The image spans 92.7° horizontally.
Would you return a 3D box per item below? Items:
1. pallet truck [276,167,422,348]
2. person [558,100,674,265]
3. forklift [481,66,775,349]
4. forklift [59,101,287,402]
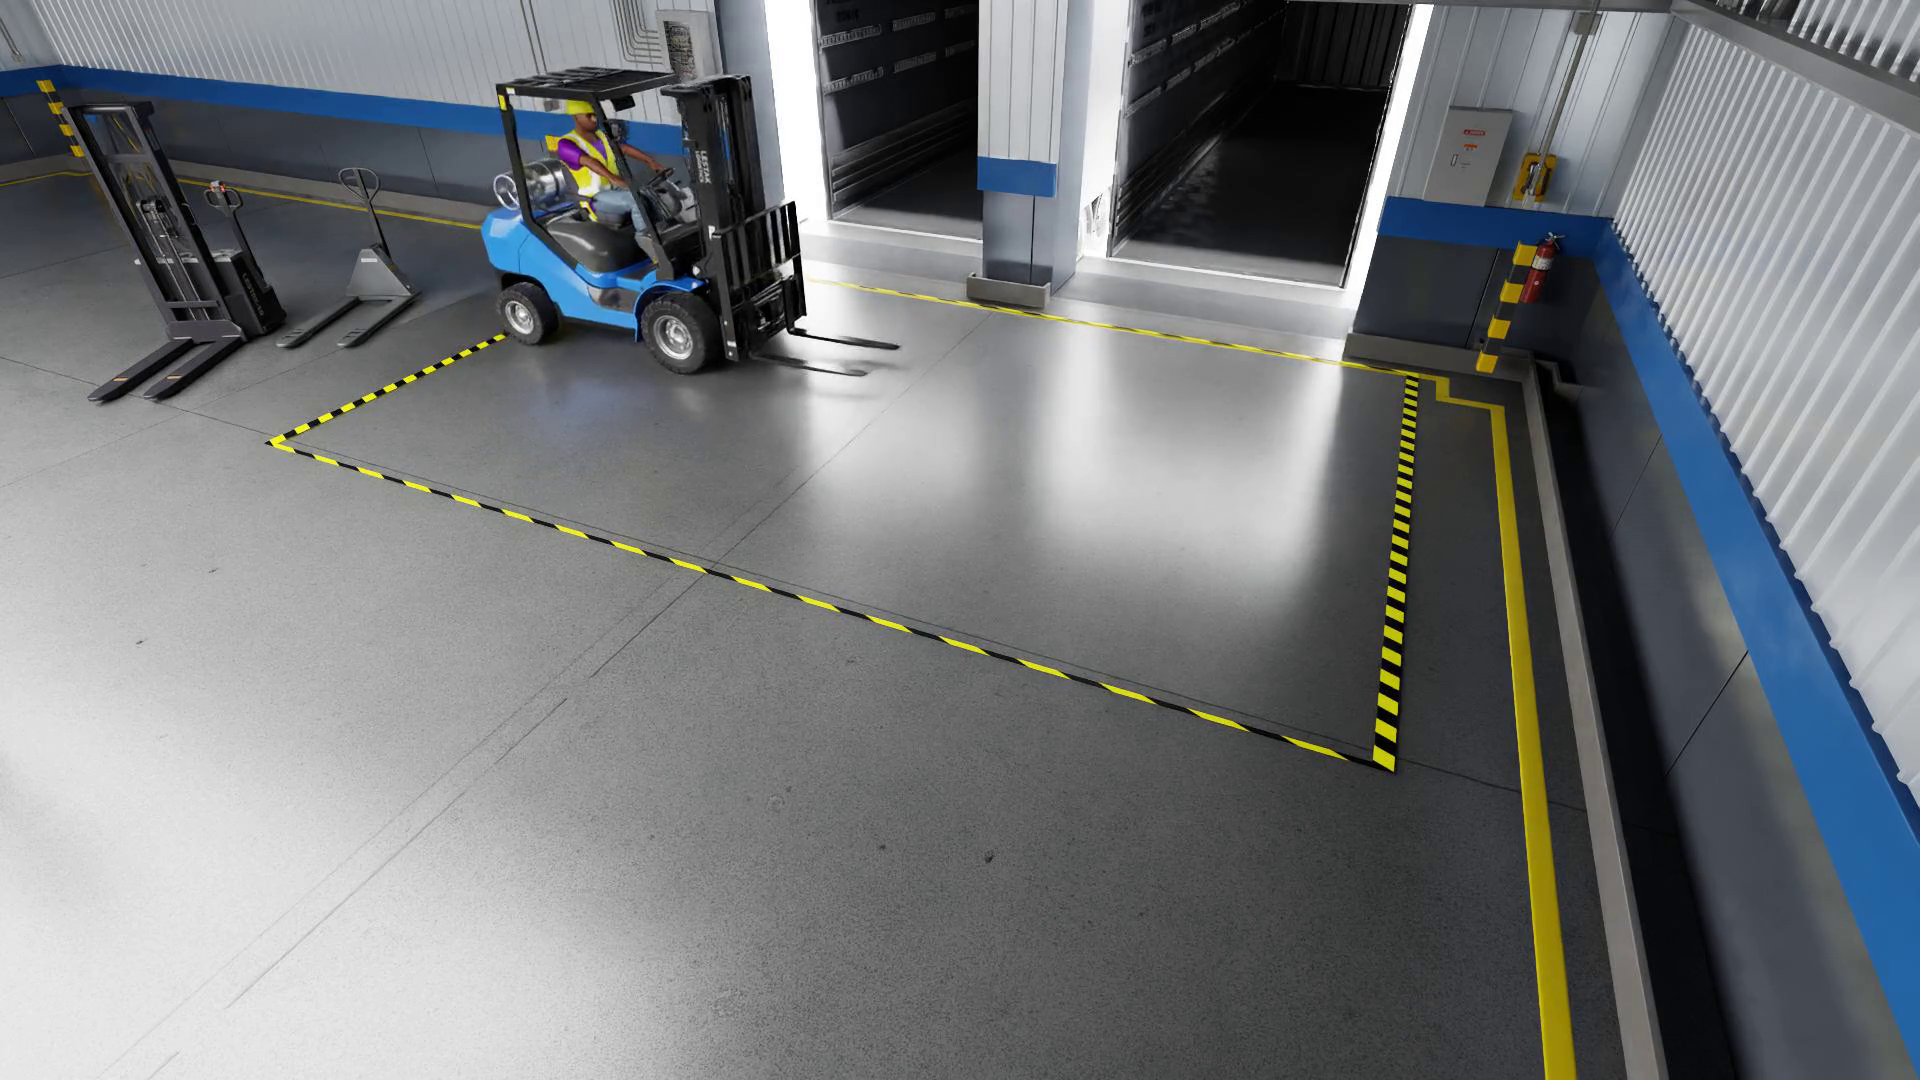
[{"bbox_3d":[-5.732,-2.611,8.414,0.680,1.201,1.601,-1,35,-1],"label":"pallet truck"},{"bbox_3d":[-2.788,-2.997,7.669,1.002,1.294,0.635,14,37,19],"label":"person"},{"bbox_3d":[-2.841,-2.861,7.801,2.680,2.036,1.157,14,37,19],"label":"forklift"},{"bbox_3d":[-6.686,-2.387,7.434,0.823,1.965,1.885,-3,35,-5],"label":"forklift"}]
